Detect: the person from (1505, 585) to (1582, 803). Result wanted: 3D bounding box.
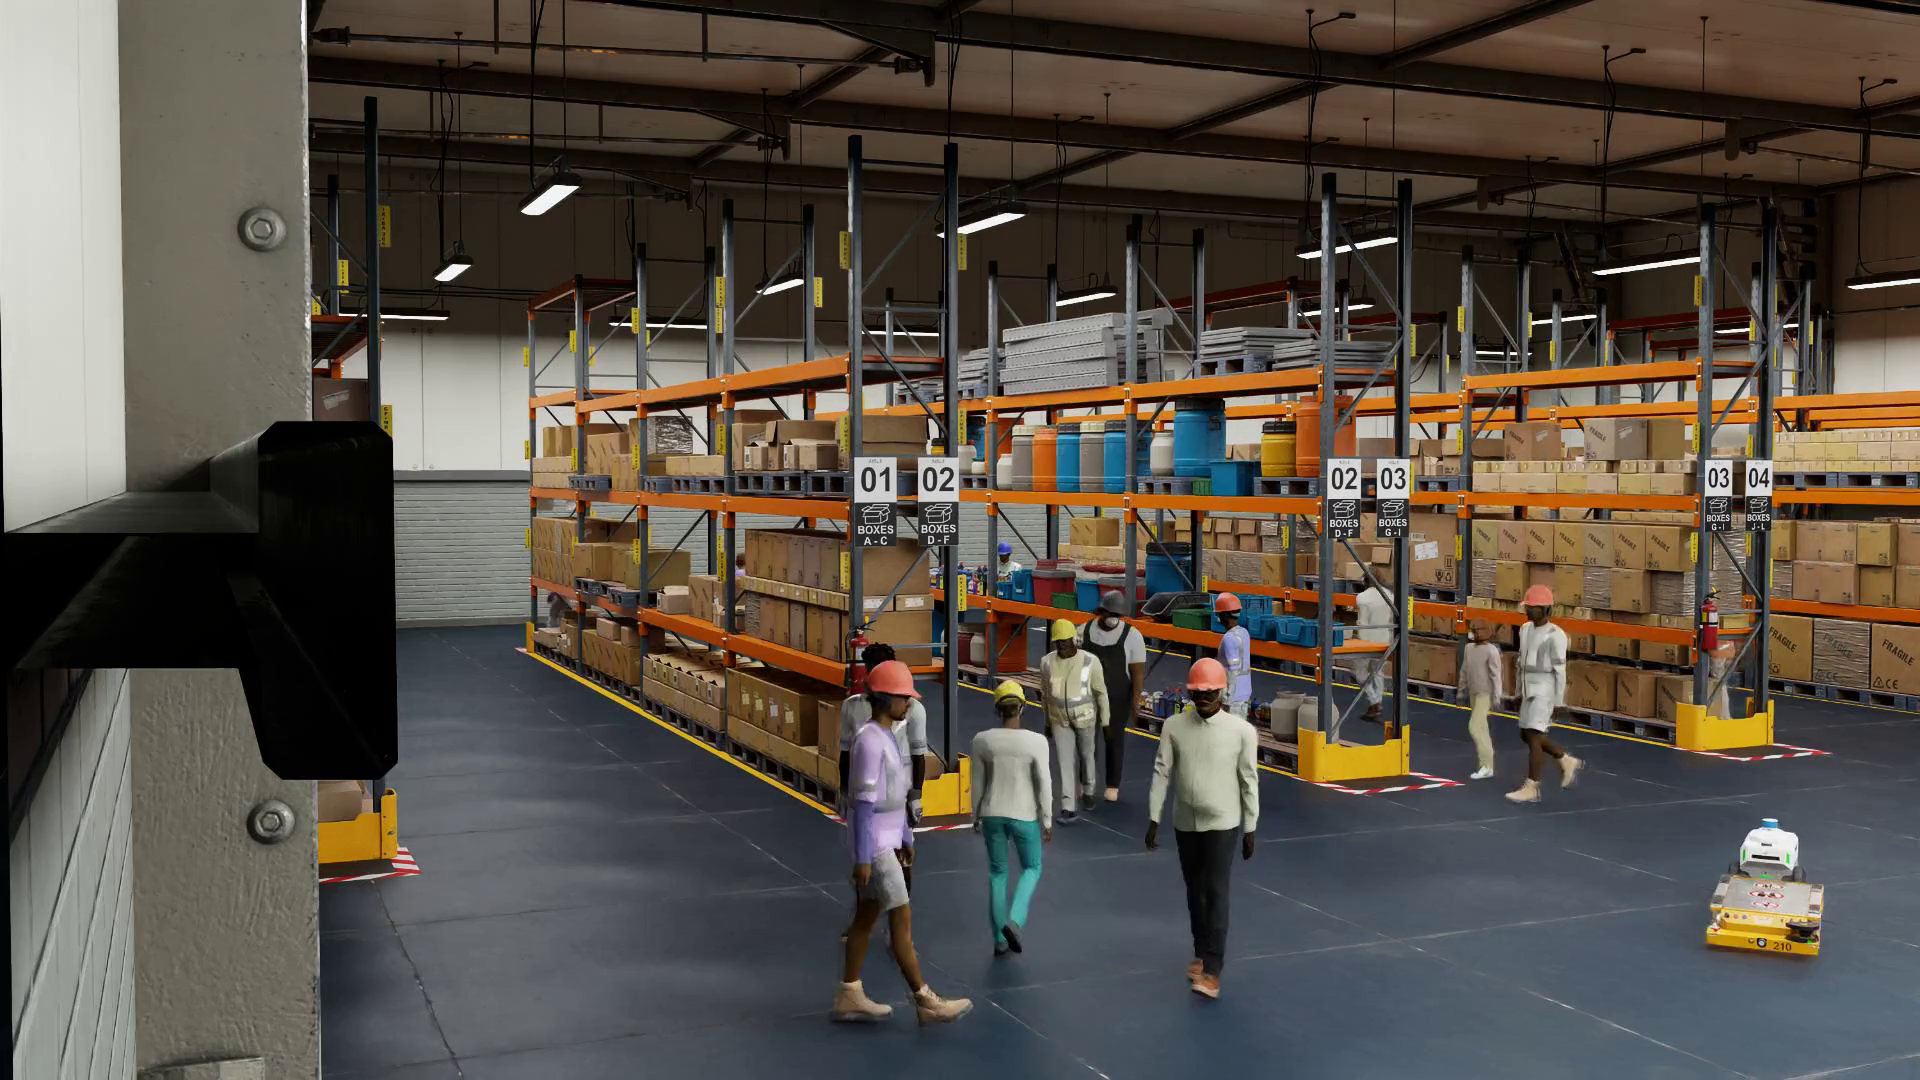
[{"bbox_3d":[5.458,1.420,16.718,0.764,2.028,0.619,-1,2,-14],"label":"person"}]

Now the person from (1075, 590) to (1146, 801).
[{"bbox_3d":[1.376,1.437,16.612,0.709,2.000,0.616,1,2,16],"label":"person"}]

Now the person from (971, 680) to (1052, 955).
[{"bbox_3d":[0.316,1.766,11.384,0.561,1.736,0.446,1,2,19],"label":"person"}]

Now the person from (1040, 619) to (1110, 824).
[{"bbox_3d":[1.033,1.576,15.959,0.646,1.778,0.960,1,2,16],"label":"person"}]

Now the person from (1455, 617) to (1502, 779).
[{"bbox_3d":[5.154,1.577,17.863,0.499,1.618,0.499,-1,2,-15],"label":"person"}]

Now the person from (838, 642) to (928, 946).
[{"bbox_3d":[-0.517,1.644,11.666,0.607,1.962,0.367,1,2,16],"label":"person"}]

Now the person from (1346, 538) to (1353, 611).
[{"bbox_3d":[6.904,0.878,32.252,0.600,1.914,0.614,0,2,-11],"label":"person"}]

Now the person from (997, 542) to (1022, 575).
[{"bbox_3d":[0.711,0.997,28.861,0.602,1.939,0.401,0,2,6],"label":"person"}]

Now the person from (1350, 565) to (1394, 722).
[{"bbox_3d":[5.048,1.267,21.990,0.636,1.924,0.422,-1,3,-33],"label":"person"}]

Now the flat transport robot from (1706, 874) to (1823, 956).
[{"bbox_3d":[5.402,2.486,11.988,0.652,0.197,1.431,1,2,27],"label":"flat transport robot"}]

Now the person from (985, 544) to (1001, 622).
[{"bbox_3d":[0.760,0.879,36.052,0.699,1.606,0.533,0,2,-7],"label":"person"}]

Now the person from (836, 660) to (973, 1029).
[{"bbox_3d":[-0.312,1.681,9.956,0.827,2.015,0.638,0,2,3],"label":"person"}]

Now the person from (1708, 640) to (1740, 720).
[{"bbox_3d":[9.217,1.426,21.854,0.513,1.617,0.579,-1,2,-22],"label":"person"}]

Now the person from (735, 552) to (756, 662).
[{"bbox_3d":[-3.386,1.090,28.163,0.567,1.814,0.925,-1,2,-15],"label":"person"}]

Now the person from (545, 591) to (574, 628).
[{"bbox_3d":[-7.003,0.936,31.248,1.020,1.880,0.645,0,2,-12],"label":"person"}]

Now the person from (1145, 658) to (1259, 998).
[{"bbox_3d":[1.426,1.688,10.655,0.624,1.981,0.693,1,3,29],"label":"person"}]

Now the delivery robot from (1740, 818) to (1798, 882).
[{"bbox_3d":[5.861,2.262,12.968,0.477,0.478,0.707,1,2,29],"label":"delivery robot"}]

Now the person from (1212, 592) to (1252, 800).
[{"bbox_3d":[2.548,1.460,16.874,0.376,1.932,0.543,1,2,22],"label":"person"}]
